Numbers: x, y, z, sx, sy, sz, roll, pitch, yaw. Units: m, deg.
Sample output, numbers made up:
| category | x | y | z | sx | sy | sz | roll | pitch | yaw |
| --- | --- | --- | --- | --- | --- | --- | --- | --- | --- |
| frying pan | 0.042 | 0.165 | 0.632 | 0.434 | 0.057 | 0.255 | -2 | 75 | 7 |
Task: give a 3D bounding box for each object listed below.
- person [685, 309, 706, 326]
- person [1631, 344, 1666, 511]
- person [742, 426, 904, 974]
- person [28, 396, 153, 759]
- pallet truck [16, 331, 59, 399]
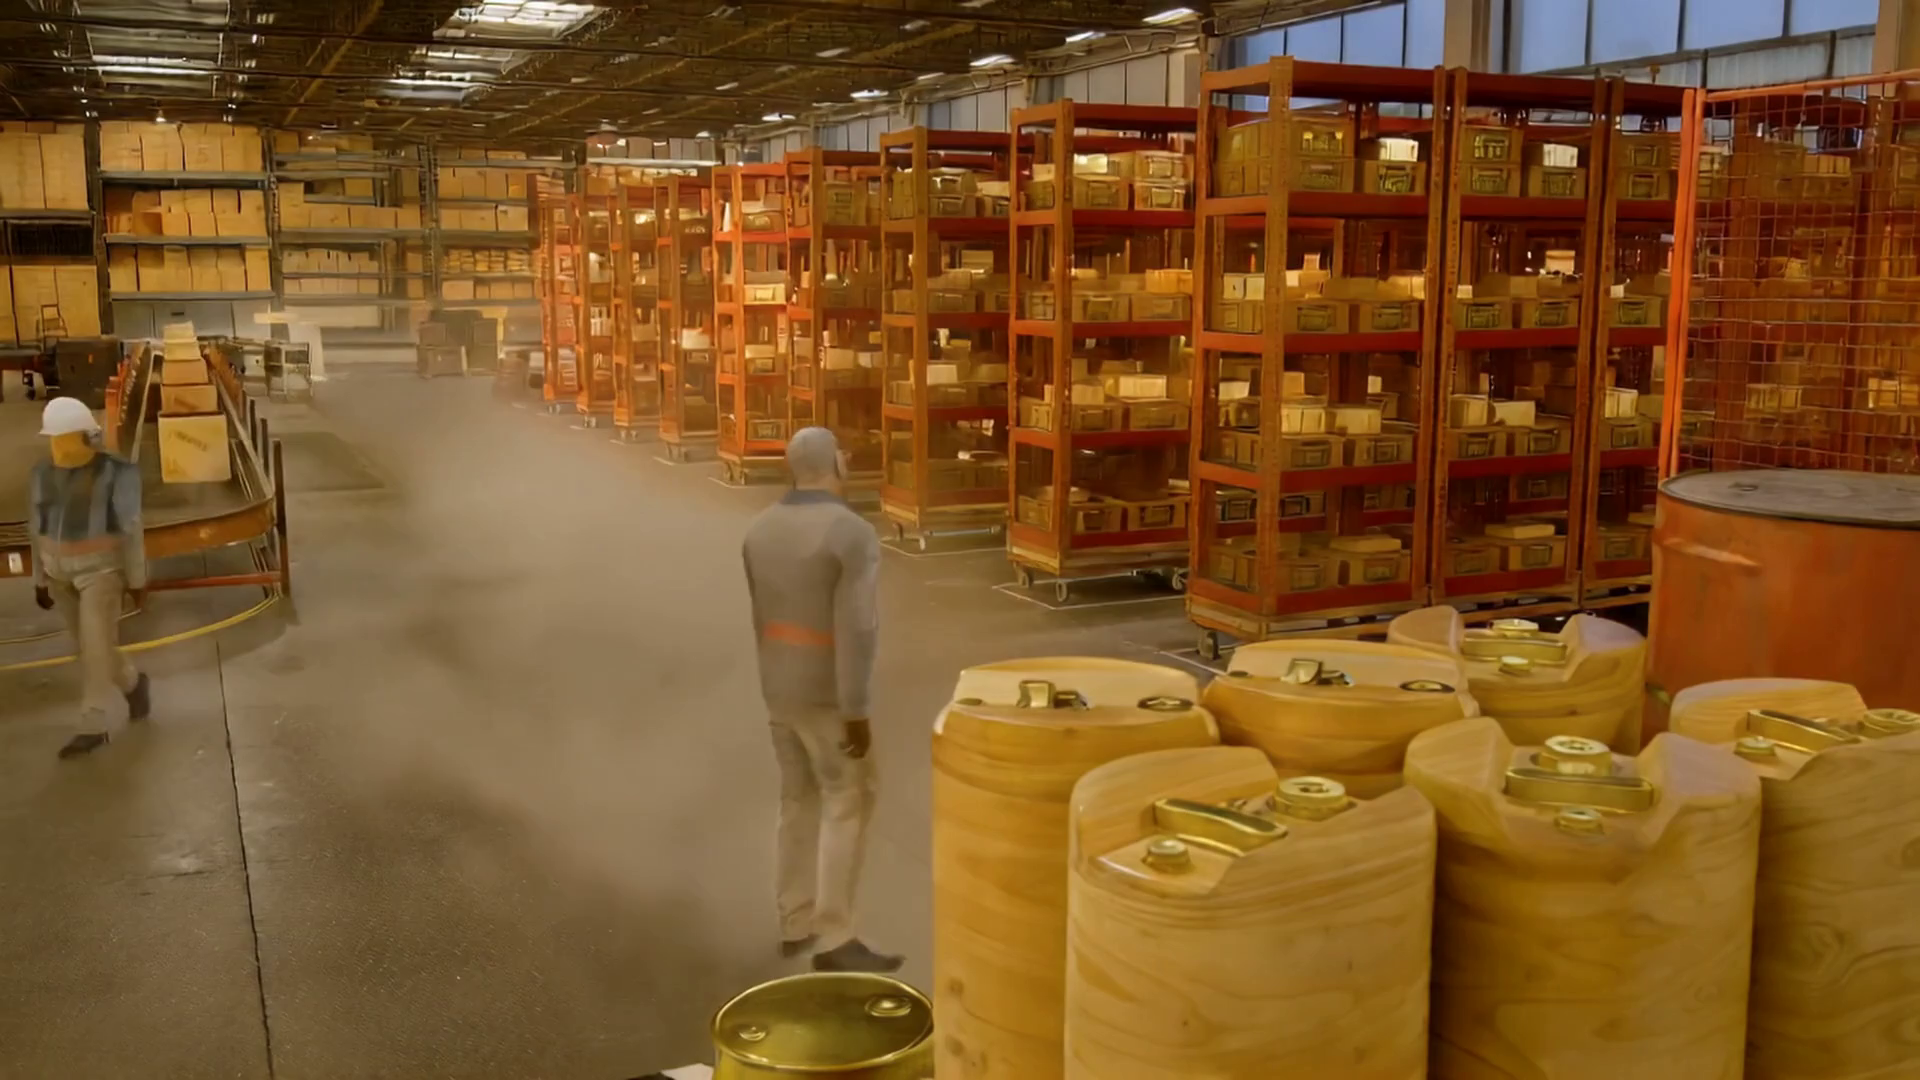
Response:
| category | x | y | z | sx | sy | sz | roll | pitch | yaw |
| --- | --- | --- | --- | --- | --- | --- | --- | --- | --- |
| person | -6.747 | -5.495 | 43.058 | 0.619 | 1.955 | 0.953 | 7 | 11 | 37 |
| person | 6.769 | -1.153 | 16.595 | 0.586 | 1.790 | 0.981 | -2 | 9 | -10 |
| person | -0.480 | 0.547 | 5.831 | 0.473 | 1.870 | 0.751 | -9 | 13 | -43 |
| person | -4.425 | 0.152 | 8.509 | 0.600 | 1.802 | 0.805 | 1 | 9 | 9 |
| pallet truck | -17.082 | -3.353 | 31.781 | 1.630 | 1.274 | 0.653 | -4 | 10 | -25 |
